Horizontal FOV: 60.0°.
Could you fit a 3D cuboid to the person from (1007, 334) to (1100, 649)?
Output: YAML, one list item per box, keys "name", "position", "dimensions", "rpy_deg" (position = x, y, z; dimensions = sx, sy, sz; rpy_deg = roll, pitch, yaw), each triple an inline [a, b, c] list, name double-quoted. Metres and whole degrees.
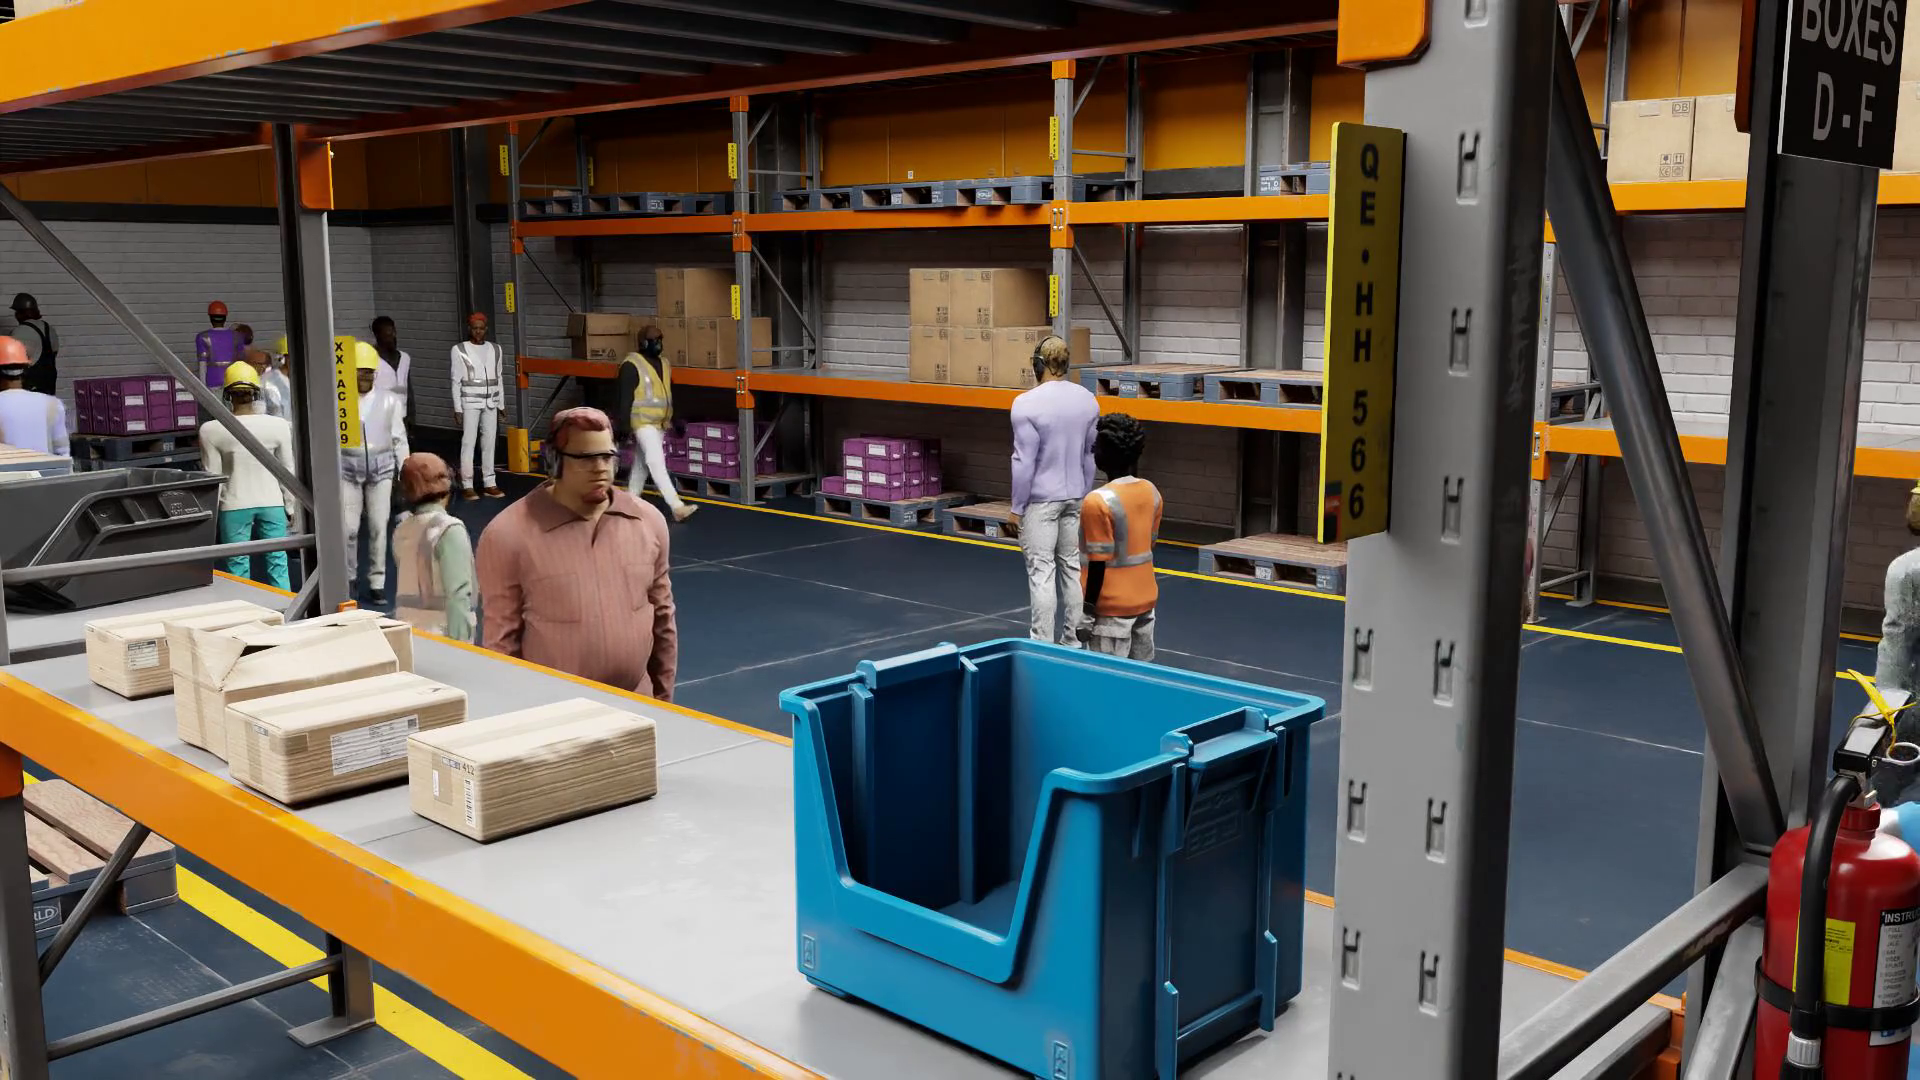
- name: "person"
  position: [0.528, -0.218, 9.658]
  dimensions: [0.636, 1.939, 0.364]
  rpy_deg: [-8, 12, -40]

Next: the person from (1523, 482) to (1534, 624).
- name: "person"
  position: [2.153, 0.158, 7.232]
  dimensions: [0.717, 1.978, 0.622]
  rpy_deg: [-7, 12, -38]

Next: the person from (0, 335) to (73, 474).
- name: "person"
  position: [-5.568, -0.241, 9.845]
  dimensions: [0.412, 1.922, 0.541]
  rpy_deg: [7, 12, 36]

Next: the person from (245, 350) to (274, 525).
- name: "person"
  position: [-6.212, -0.905, 14.919]
  dimensions: [0.740, 1.596, 0.506]
  rpy_deg: [0, 9, -2]

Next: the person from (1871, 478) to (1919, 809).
- name: "person"
  position: [3.166, 0.572, 5.433]
  dimensions: [0.511, 1.728, 0.354]
  rpy_deg: [-2, 9, -10]

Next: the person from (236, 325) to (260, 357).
- name: "person"
  position: [-8.997, -1.885, 20.895]
  dimensions: [0.538, 1.610, 0.366]
  rpy_deg: [-3, 10, -18]

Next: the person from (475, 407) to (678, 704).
- name: "person"
  position: [-1.165, 0.529, 5.224]
  dimensions: [0.639, 1.899, 0.395]
  rpy_deg: [-7, 12, -37]

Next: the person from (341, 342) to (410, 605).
- name: "person"
  position: [-4.093, -0.450, 11.428]
  dimensions: [0.624, 1.819, 0.414]
  rpy_deg: [-6, 11, -31]

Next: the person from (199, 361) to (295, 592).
- name: "person"
  position: [-4.254, -0.182, 9.969]
  dimensions: [0.525, 1.769, 0.308]
  rpy_deg: [-6, 11, -35]

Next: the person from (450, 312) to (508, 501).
- name: "person"
  position: [-4.832, -1.344, 16.727]
  dimensions: [0.337, 1.883, 0.584]
  rpy_deg: [8, 12, 42]

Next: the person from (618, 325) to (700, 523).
- name: "person"
  position: [-2.761, -1.059, 15.245]
  dimensions: [0.944, 1.792, 0.657]
  rpy_deg: [4, 10, 25]

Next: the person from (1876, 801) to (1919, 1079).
- name: "person"
  position: [1.720, 1.010, 2.874]
  dimensions: [0.534, 1.697, 0.318]
  rpy_deg: [0, 9, 0]

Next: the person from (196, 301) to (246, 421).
- name: "person"
  position: [-8.802, -1.877, 19.836]
  dimensions: [0.552, 1.935, 0.369]
  rpy_deg: [-7, 12, -37]

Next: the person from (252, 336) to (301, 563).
- name: "person"
  position: [-5.234, -0.723, 13.139]
  dimensions: [0.576, 1.807, 0.619]
  rpy_deg: [8, 12, 41]

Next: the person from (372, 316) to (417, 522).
- name: "person"
  position: [-5.285, -1.108, 15.256]
  dimensions: [0.769, 1.892, 0.598]
  rpy_deg: [4, 10, 25]

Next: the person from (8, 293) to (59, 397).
- name: "person"
  position: [-10.913, -1.873, 19.494]
  dimensions: [0.535, 2.000, 0.674]
  rpy_deg: [1, 9, 6]

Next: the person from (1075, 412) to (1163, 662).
- name: "person"
  position: [0.685, 0.289, 7.285]
  dimensions: [0.318, 1.700, 0.535]
  rpy_deg: [6, 11, 34]

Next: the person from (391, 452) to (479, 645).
- name: "person"
  position: [-2.006, 0.475, 6.438]
  dimensions: [0.327, 1.609, 0.616]
  rpy_deg: [-8, 12, -39]
